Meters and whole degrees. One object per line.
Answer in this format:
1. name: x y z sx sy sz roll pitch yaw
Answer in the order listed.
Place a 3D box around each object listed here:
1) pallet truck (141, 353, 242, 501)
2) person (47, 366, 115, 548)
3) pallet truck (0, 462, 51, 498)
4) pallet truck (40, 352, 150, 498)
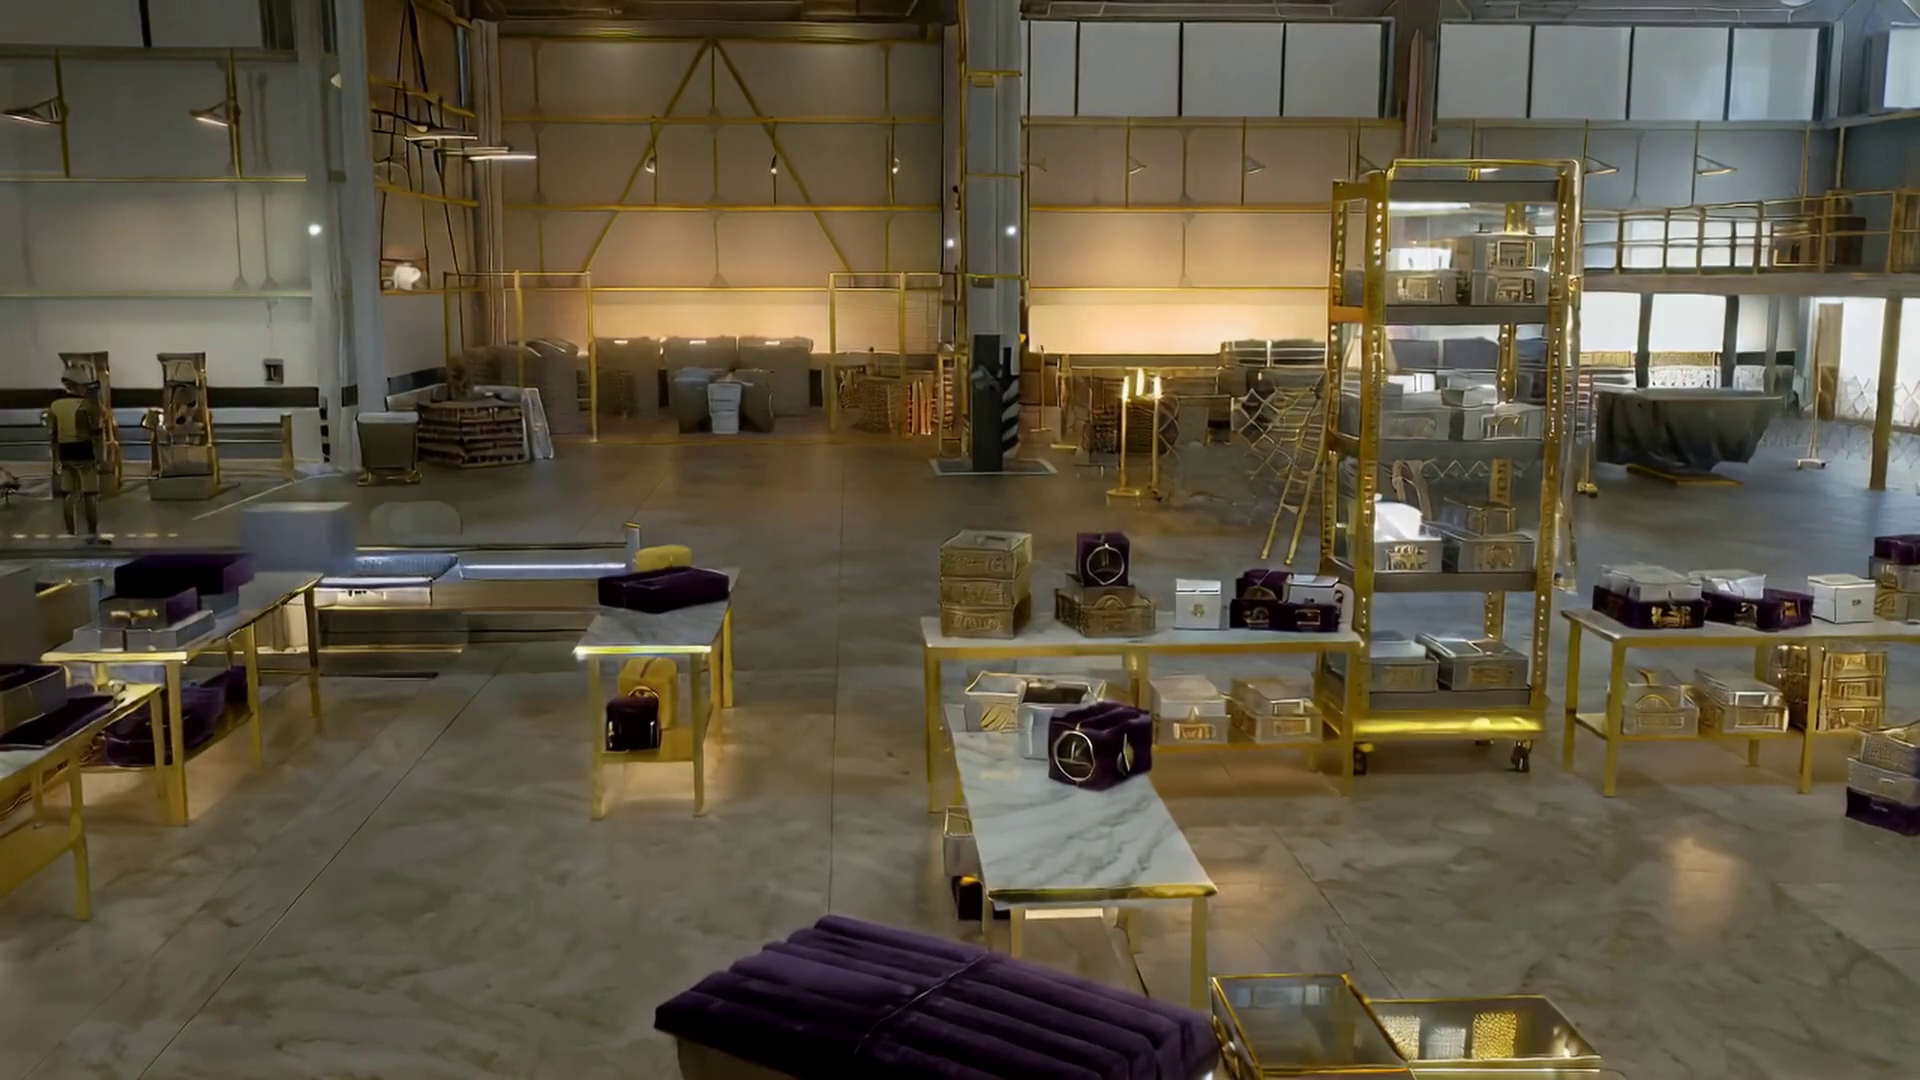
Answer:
1. pallet truck: -10.520 -1.604 22.925 0.823 1.965 1.885 -1 9 -6
2. person: -9.656 -0.886 18.273 0.611 2.042 0.394 2 9 11
3. pallet truck: -13.193 -1.293 23.148 0.653 1.274 1.630 -1 9 -4
4. pallet truck: -11.907 -1.642 23.165 0.823 1.965 1.885 0 9 0
